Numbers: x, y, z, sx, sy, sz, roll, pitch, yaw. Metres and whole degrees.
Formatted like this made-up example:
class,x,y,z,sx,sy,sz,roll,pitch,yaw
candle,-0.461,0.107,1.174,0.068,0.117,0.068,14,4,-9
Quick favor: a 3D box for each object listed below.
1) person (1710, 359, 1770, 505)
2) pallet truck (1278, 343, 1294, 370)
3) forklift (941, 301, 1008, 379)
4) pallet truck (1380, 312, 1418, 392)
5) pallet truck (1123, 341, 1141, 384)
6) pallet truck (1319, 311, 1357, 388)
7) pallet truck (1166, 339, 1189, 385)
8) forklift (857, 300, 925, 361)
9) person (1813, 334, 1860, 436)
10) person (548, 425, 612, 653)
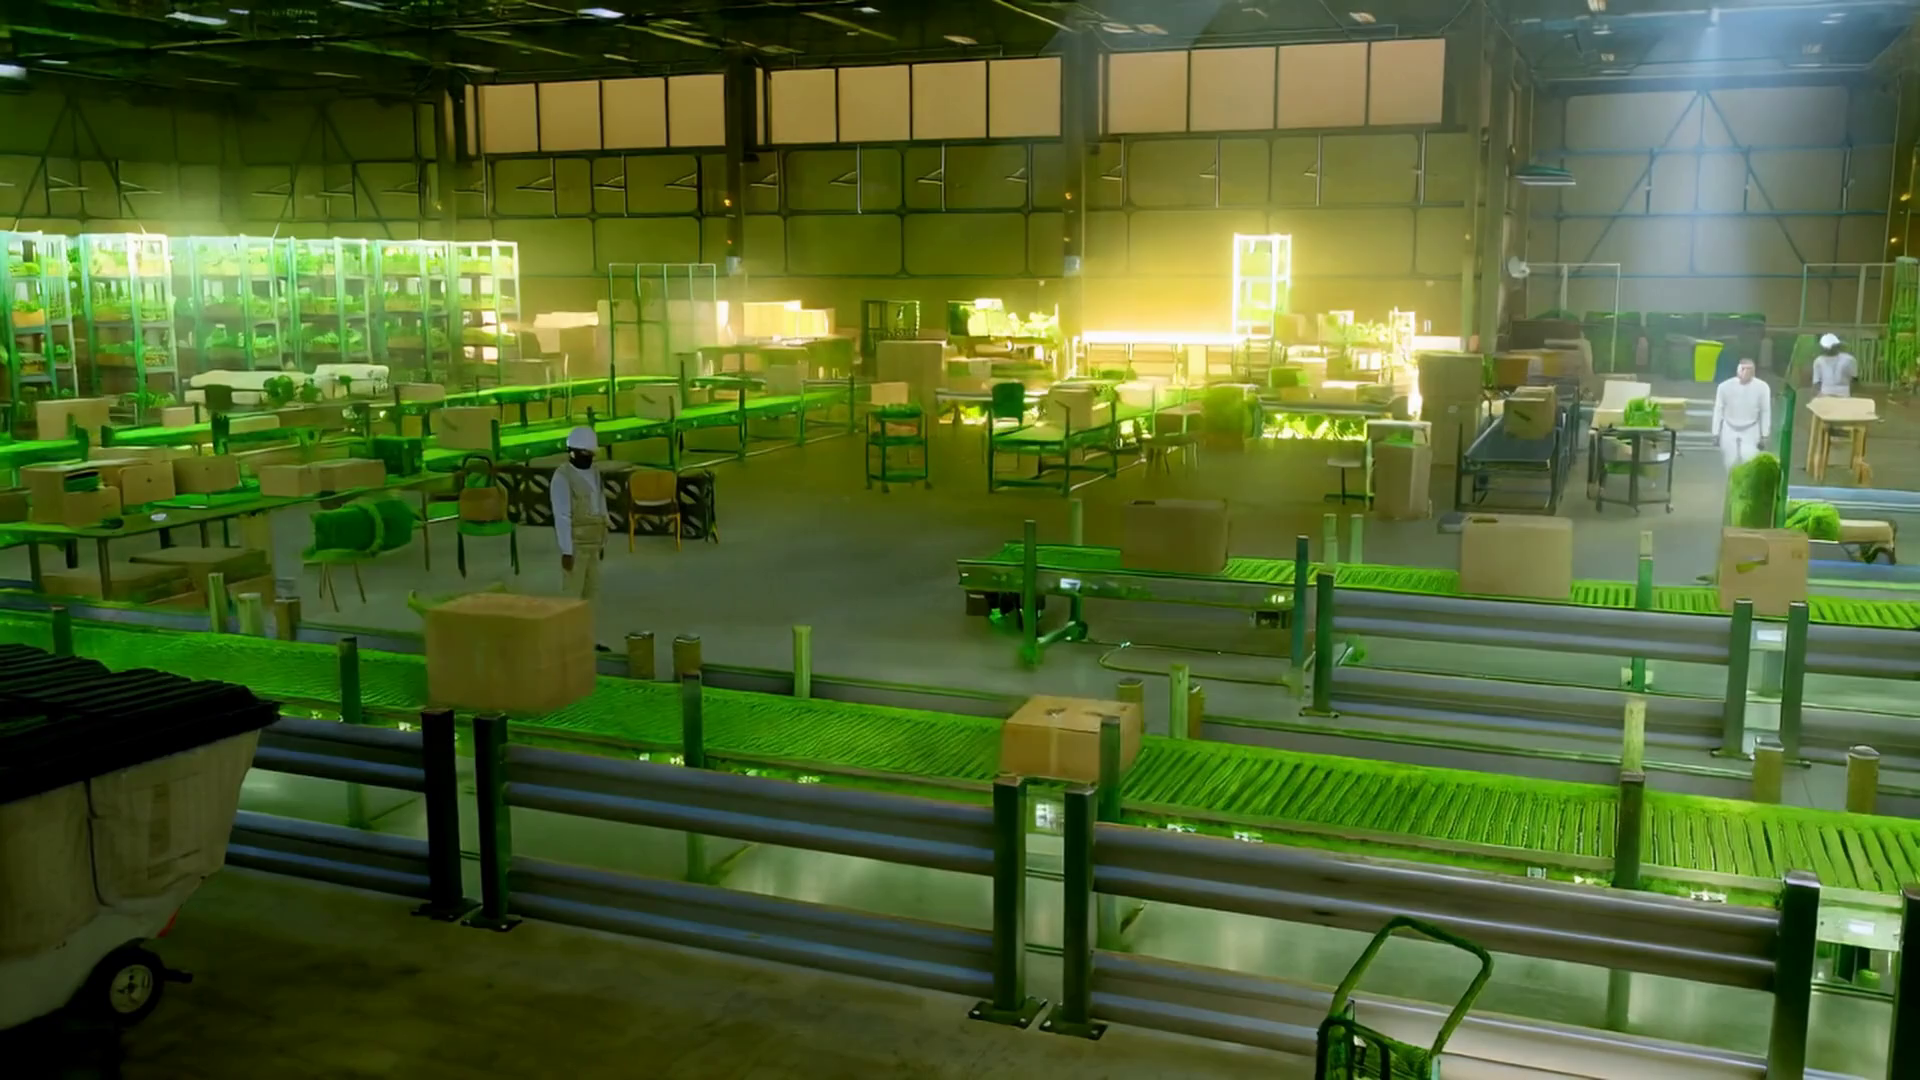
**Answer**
class,x,y,z,sx,sy,sz,roll,pitch,yaw
person,9.918,-1.371,21.160,0.680,1.849,1.017,4,10,23
pallet truck,7.886,-4.163,39.743,0.653,1.274,1.630,4,10,22
forklift,0.365,-4.966,41.571,1.157,1.987,2.680,3,10,20
pallet truck,10.207,-4.283,38.369,0.823,1.965,1.885,3,10,20
pallet truck,4.445,-4.380,41.279,0.680,1.201,1.601,4,10,22
pallet truck,9.071,-4.419,39.190,0.823,1.965,1.885,5,10,26
pallet truck,5.418,-4.269,40.420,0.704,1.261,1.522,3,10,20
forklift,-1.732,-5.109,42.468,1.157,1.987,2.680,4,10,22
person,13.481,-2.181,25.647,0.610,1.991,0.669,-9,13,-43
person,-2.896,0.028,12.767,0.404,1.826,0.587,2,10,14
